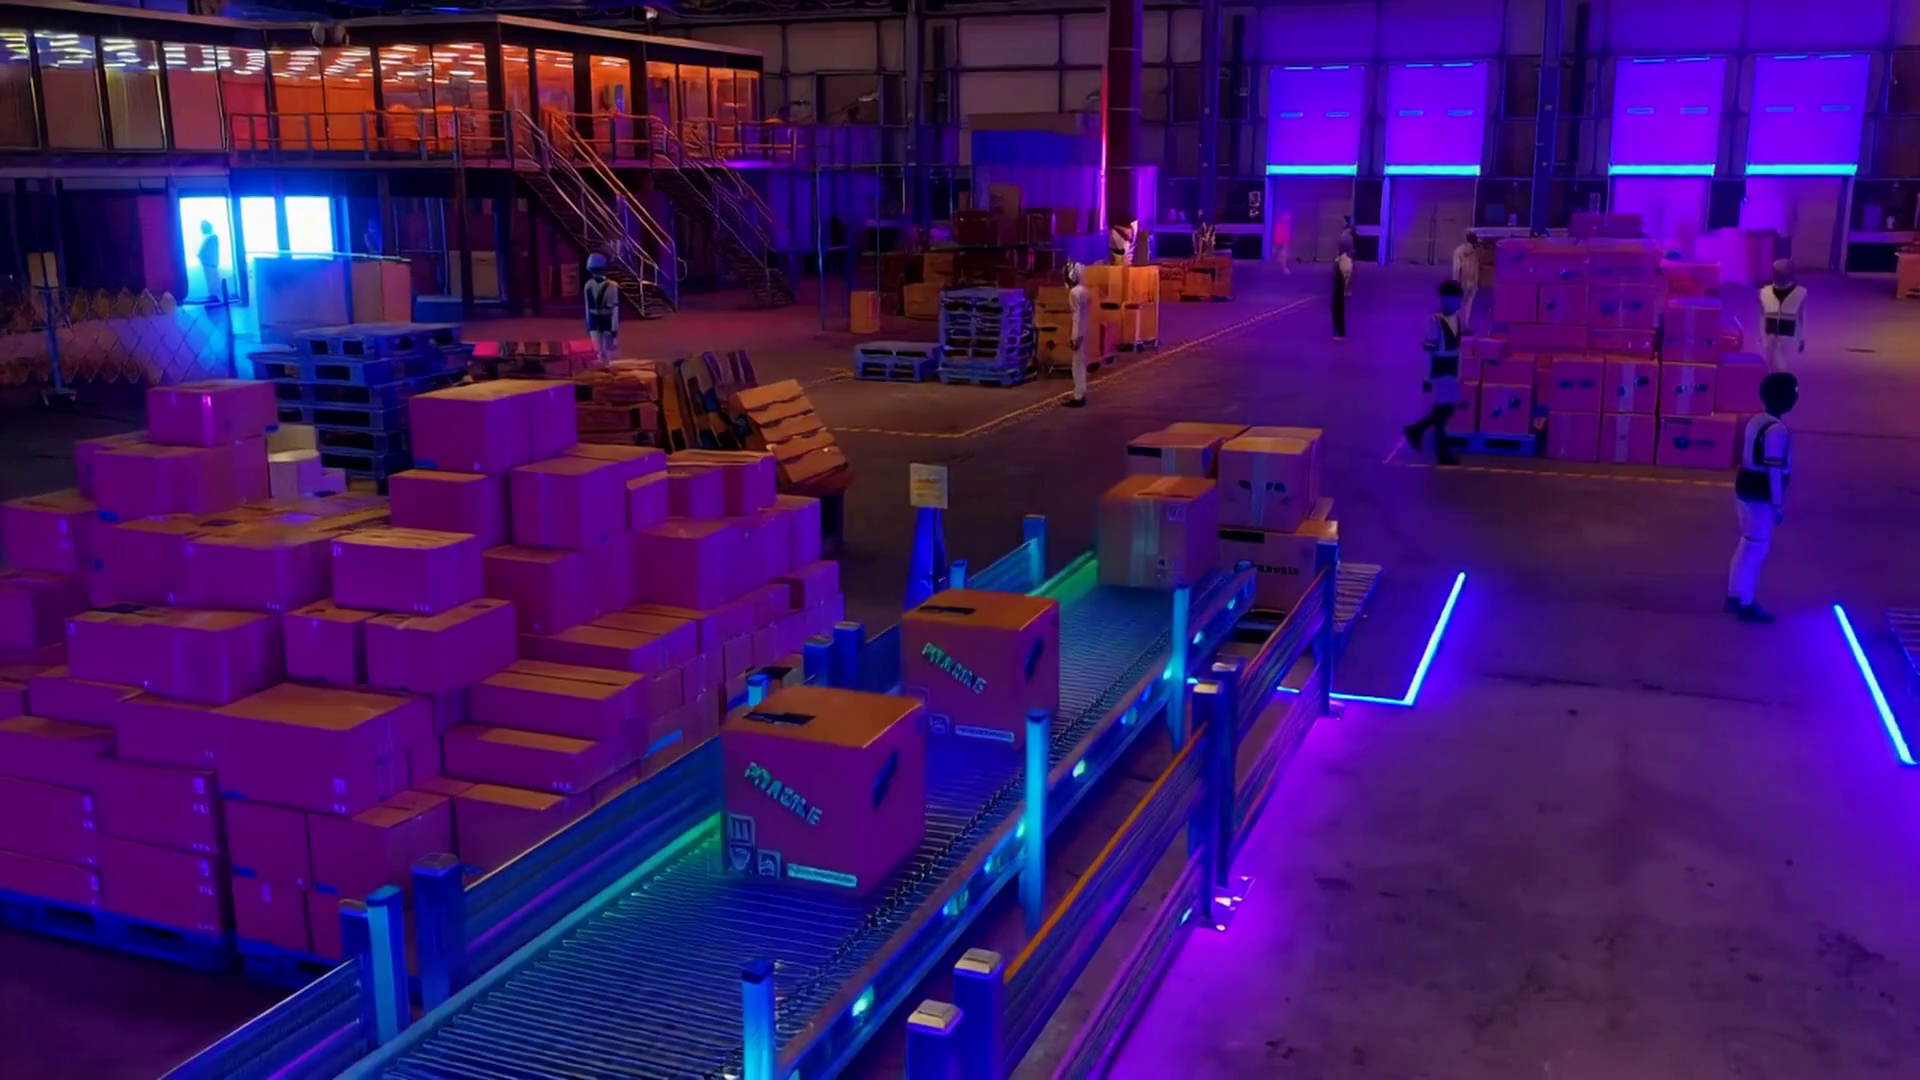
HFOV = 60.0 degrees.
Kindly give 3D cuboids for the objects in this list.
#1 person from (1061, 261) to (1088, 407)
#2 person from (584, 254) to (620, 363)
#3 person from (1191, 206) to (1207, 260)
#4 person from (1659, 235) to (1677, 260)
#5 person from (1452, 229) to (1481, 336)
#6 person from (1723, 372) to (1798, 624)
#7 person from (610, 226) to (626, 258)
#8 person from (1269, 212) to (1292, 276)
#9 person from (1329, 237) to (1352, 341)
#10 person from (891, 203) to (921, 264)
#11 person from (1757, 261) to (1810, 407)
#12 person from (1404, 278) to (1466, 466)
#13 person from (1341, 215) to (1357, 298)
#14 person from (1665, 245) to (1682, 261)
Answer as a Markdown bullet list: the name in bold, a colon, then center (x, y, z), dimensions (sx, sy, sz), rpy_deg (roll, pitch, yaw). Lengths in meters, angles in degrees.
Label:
- **person**: center (1.471, -2.622, 21.261), dimensions (0.317, 1.861, 0.522), rpy_deg (2, 13, 7)
- **person**: center (-4.716, -2.790, 21.870), dimensions (0.539, 1.930, 0.391), rpy_deg (6, 14, 25)
- **person**: center (7.320, -9.267, 50.931), dimensions (0.405, 1.918, 0.590), rpy_deg (-11, 17, -41)
- **person**: center (13.407, -4.914, 31.693), dimensions (0.618, 1.805, 0.961), rpy_deg (-4, 13, -17)
- **person**: center (9.244, -4.696, 30.379), dimensions (0.632, 1.940, 0.372), rpy_deg (-7, 14, -29)
- **person**: center (5.391, -0.288, 11.177), dimensions (0.320, 1.691, 0.536), rpy_deg (2, 13, 10)
- **person**: center (-7.148, -5.656, 34.904), dimensions (0.583, 1.832, 0.971), rpy_deg (7, 15, 30)
- **person**: center (9.188, -8.464, 47.532), dimensions (0.667, 1.827, 0.632), rpy_deg (7, 14, 28)
- **person**: center (6.675, -4.436, 29.446), dimensions (0.492, 1.833, 0.554), rpy_deg (-1, 13, -5)
- **person**: center (-1.773, -9.889, 53.672), dimensions (1.016, 1.947, 0.633), rpy_deg (0, 13, 1)
- **person**: center (10.310, -2.553, 20.883), dimensions (0.595, 1.887, 0.490), rpy_deg (10, 16, 38)
- **person**: center (4.931, -1.751, 17.209), dimensions (0.545, 1.922, 0.695), rpy_deg (-10, 16, -38)
- **person**: center (9.184, -6.720, 39.434), dimensions (0.399, 1.949, 0.605), rpy_deg (8, 15, 32)
- **person**: center (12.387, -4.299, 29.132), dimensions (0.506, 1.697, 0.877), rpy_deg (-4, 13, -18)
